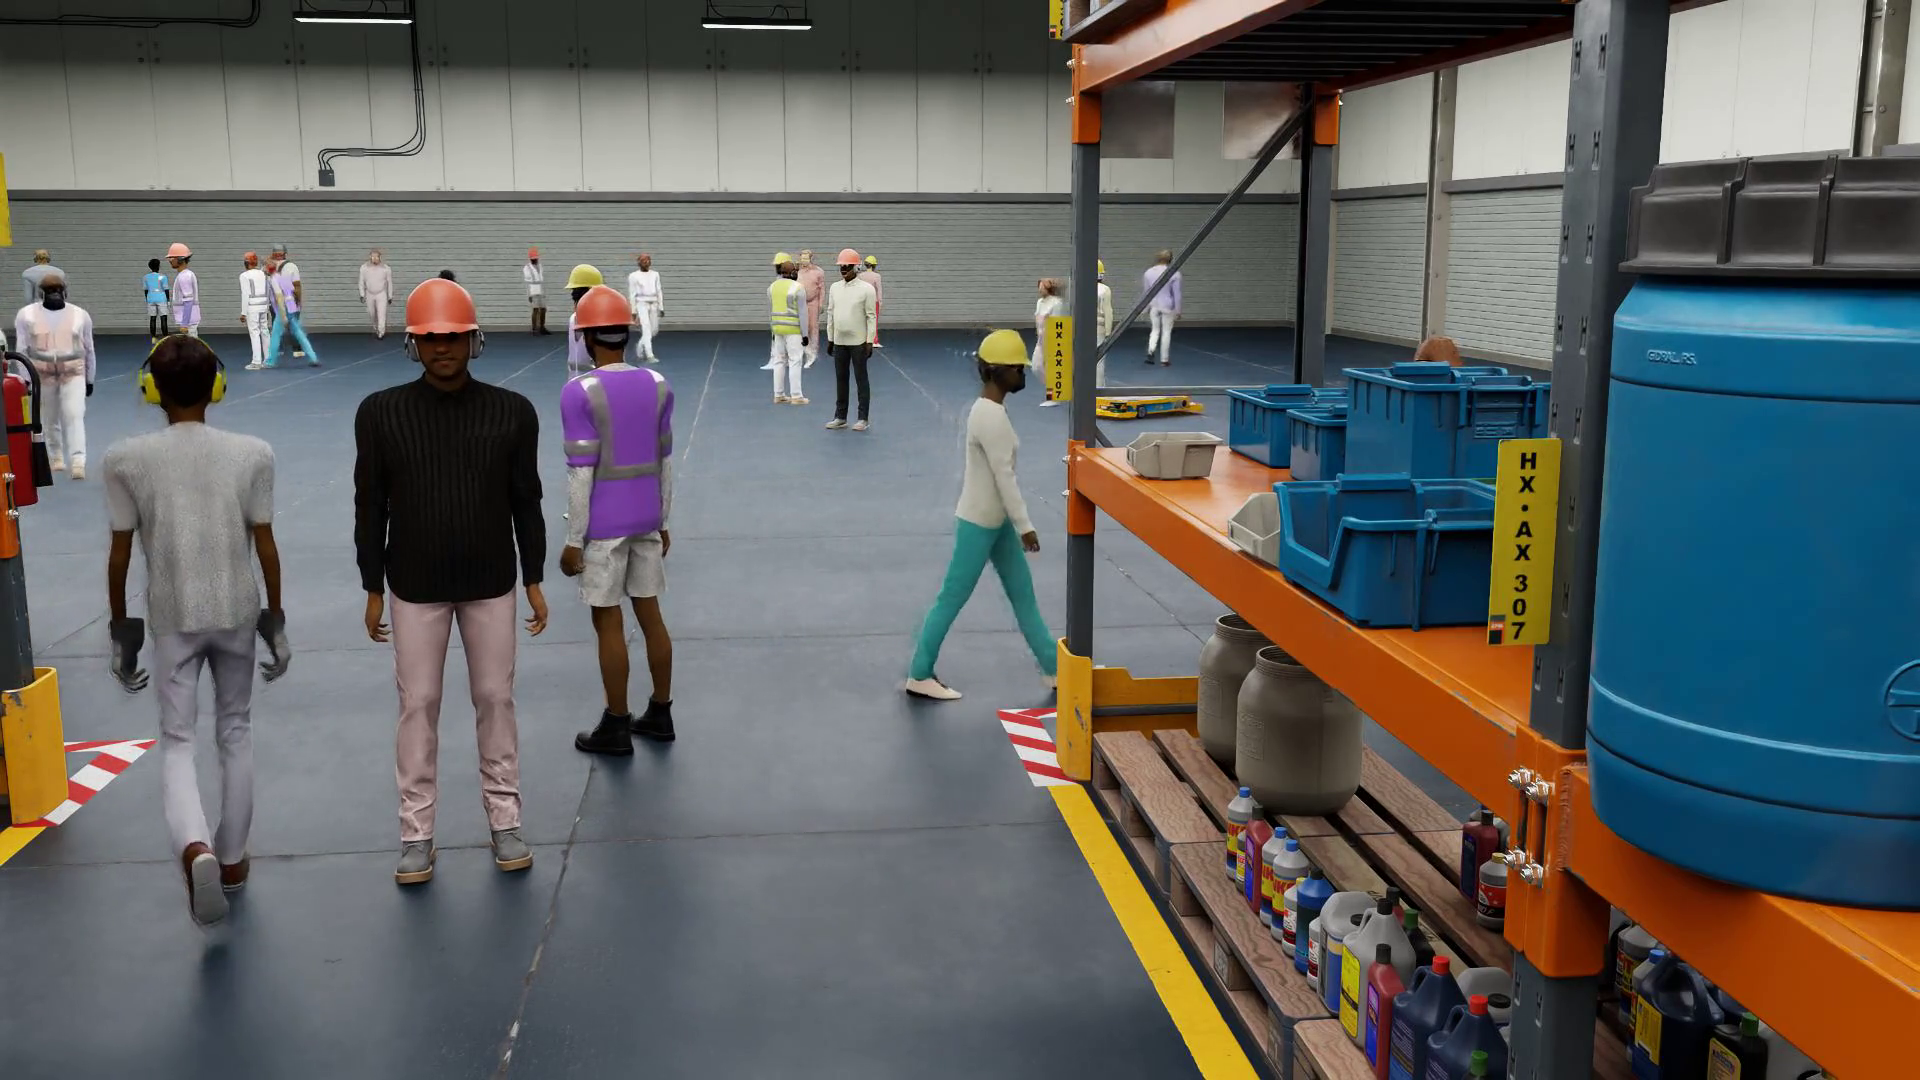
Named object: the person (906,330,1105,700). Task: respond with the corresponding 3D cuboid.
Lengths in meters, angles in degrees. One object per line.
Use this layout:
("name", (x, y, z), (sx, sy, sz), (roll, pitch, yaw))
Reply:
("person", (0.179, -0.098, 7.618), (0.938, 1.711, 0.529), (1, 10, 4))

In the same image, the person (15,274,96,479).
("person", (-8.087, -1.474, 14.915), (0.612, 1.809, 0.937), (-5, 11, -25))

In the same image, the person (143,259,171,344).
("person", (-15.957, -4.738, 33.092), (0.540, 1.696, 0.316), (1, 10, 7))

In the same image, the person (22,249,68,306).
("person", (-14.706, -3.710, 26.791), (0.634, 1.938, 0.355), (-8, 13, -37))

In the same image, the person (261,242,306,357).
("person", (-12.065, -4.292, 29.699), (0.682, 2.000, 0.537), (0, 10, 0))

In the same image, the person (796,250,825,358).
("person", (-2.715, -4.173, 29.440), (0.638, 1.902, 0.406), (1, 10, 3))

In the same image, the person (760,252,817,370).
("person", (-2.758, -3.690, 26.837), (0.911, 1.898, 0.597), (-6, 12, -29))

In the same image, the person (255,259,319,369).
("person", (-10.923, -3.657, 26.947), (0.924, 1.786, 0.636), (-2, 11, -12))

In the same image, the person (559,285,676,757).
("person", (-1.433, -0.074, 6.884), (0.378, 1.932, 0.558), (8, 13, 37))

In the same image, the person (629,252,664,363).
("person", (-5.360, -3.952, 28.300), (0.588, 1.870, 0.730), (-10, 14, -43))

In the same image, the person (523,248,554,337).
("person", (-9.036, -5.292, 35.609), (0.445, 1.886, 0.676), (6, 12, 30))

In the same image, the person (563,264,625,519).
("person", (-2.740, -1.084, 12.424), (0.586, 1.928, 0.380), (9, 14, 42))

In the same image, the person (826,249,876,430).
("person", (-1.215, -2.213, 18.424), (0.611, 1.996, 0.378), (6, 12, 28))

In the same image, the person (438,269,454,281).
("person", (-7.415, -3.103, 24.222), (0.541, 1.670, 0.825), (-5, 12, -27))

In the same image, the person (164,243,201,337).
("person", (-10.331, -2.924, 22.184), (0.364, 2.048, 0.611), (-4, 11, -22))

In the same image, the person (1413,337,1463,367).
("person", (2.394, -0.204, 8.407), (0.507, 1.632, 0.264), (-9, 14, -42))

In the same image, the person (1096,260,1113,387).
("person", (1.752, -2.749, 21.809), (0.592, 1.834, 0.404), (8, 13, 38))

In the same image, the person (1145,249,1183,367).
("person", (3.331, -3.781, 27.209), (0.656, 1.928, 0.454), (6, 12, 30))

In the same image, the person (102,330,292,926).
("person", (-2.373, 0.276, 5.211), (0.523, 1.845, 0.732), (-5, 11, -26))

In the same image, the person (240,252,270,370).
("person", (-11.370, -3.689, 26.827), (0.355, 1.883, 0.573), (4, 11, 20))

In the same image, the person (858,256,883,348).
("person", (-1.721, -4.581, 32.041), (0.533, 1.767, 0.324), (5, 11, 25))

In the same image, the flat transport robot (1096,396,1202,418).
("flat transport robot", (2.182, -1.626, 19.941), (1.431, 0.197, 0.652), (-8, 13, -38))

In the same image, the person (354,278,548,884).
("person", (-1.682, 0.138, 5.536), (0.611, 1.996, 0.379), (-4, 11, -20))

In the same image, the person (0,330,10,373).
("person", (-5.633, -0.550, 9.300), (0.613, 2.003, 0.944), (-10, 14, -43))

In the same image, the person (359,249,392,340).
("person", (-12.219, -5.150, 34.841), (0.647, 1.885, 0.789), (-1, 10, -8))

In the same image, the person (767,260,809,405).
("person", (-2.168, -2.644, 21.246), (0.628, 1.836, 0.429), (8, 13, 38))

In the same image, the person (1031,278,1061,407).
("person", (1.088, -2.477, 20.889), (0.364, 1.623, 0.544), (-5, 11, -23))
